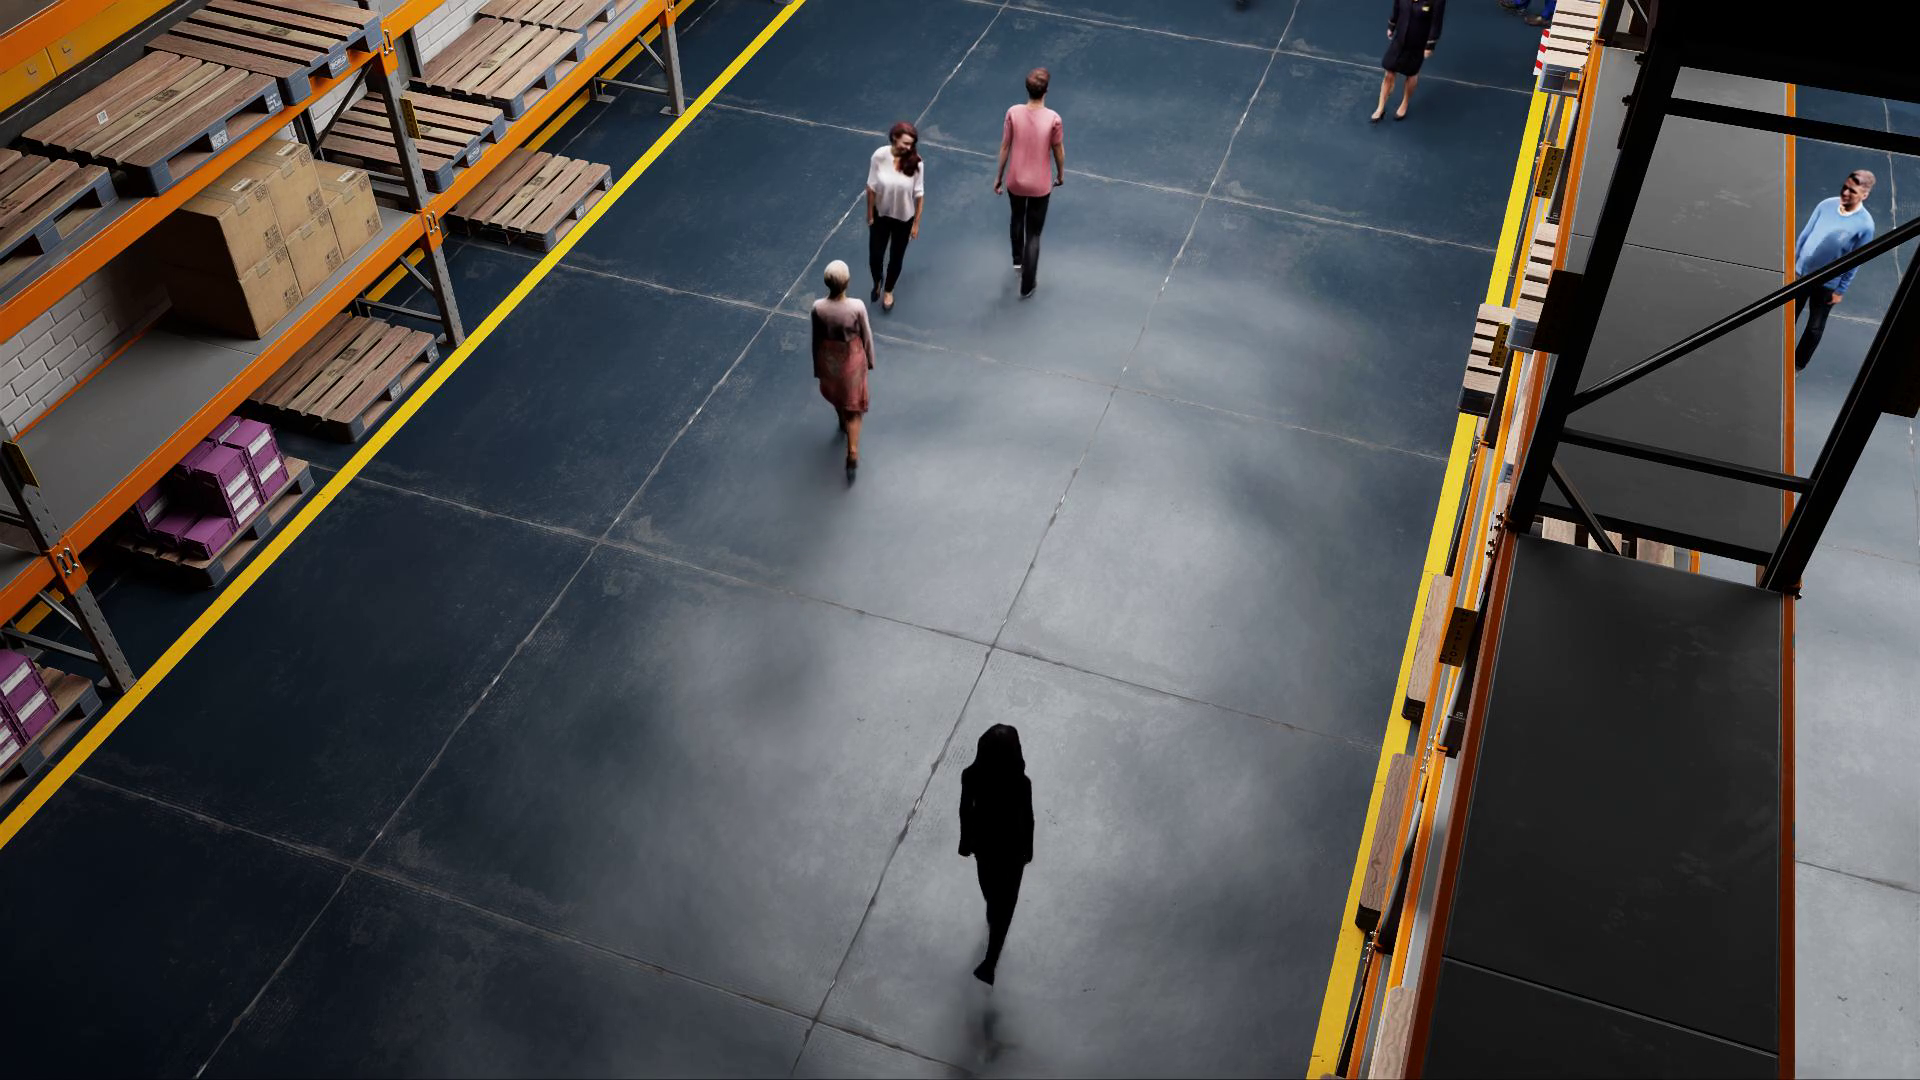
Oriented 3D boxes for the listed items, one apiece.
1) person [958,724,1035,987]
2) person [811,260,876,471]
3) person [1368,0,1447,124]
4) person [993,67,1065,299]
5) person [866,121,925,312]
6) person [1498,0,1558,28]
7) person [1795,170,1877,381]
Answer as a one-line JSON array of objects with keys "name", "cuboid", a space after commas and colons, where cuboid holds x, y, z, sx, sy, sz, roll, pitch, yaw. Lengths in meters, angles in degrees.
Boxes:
[{"name": "person", "cuboid": [0.170, 1.707, 8.973, 0.647, 1.716, 1.078, 9, 44, 9]}, {"name": "person", "cuboid": [-0.847, -1.244, 12.112, 0.801, 1.660, 1.094, 3, 44, 3]}, {"name": "person", "cuboid": [4.339, -4.786, 15.827, 0.870, 1.664, 0.932, 31, 52, 29]}, {"name": "person", "cuboid": [0.535, -2.865, 13.618, 0.755, 1.929, 0.934, 10, 45, 11]}, {"name": "person", "cuboid": [-0.510, -2.657, 13.523, 0.696, 1.761, 0.662, 6, 44, 6]}, {"name": "person", "cuboid": [6.229, -6.187, 17.148, 0.802, 1.871, 0.826, 18, 46, 18]}, {"name": "person", "cuboid": [6.661, -2.068, 12.861, 0.771, 1.820, 0.745, -25, 49, -24]}]
